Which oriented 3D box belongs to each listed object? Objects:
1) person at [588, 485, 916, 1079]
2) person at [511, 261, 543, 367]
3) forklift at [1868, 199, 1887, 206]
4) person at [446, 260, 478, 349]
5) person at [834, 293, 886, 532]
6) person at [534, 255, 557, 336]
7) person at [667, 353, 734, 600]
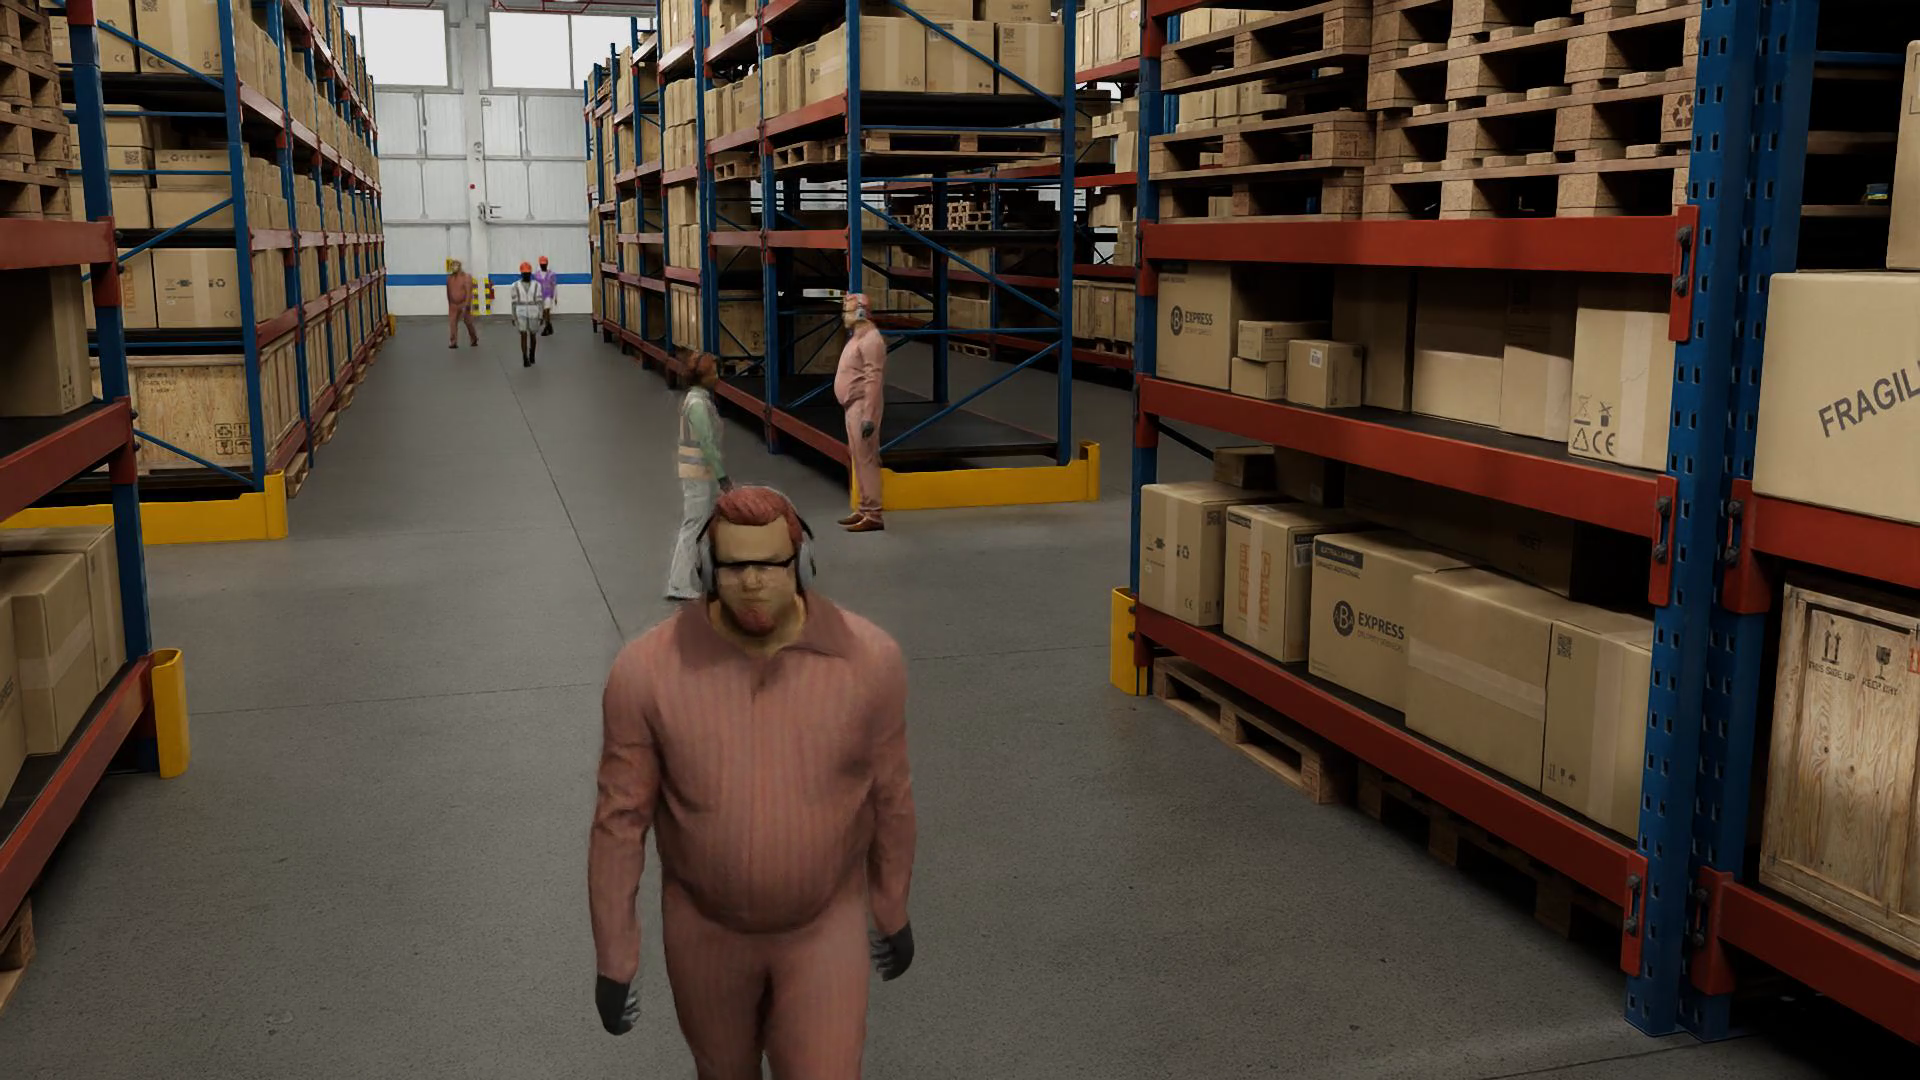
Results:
[{"bbox_3d":[-0.421,0.810,3.450,0.680,1.850,1.018,-1,10,-6],"label":"person"},{"bbox_3d":[-7.907,-4.130,30.391,0.551,1.915,0.807,-3,11,-18],"label":"person"},{"bbox_3d":[11.338,-2.915,21.052,1.129,2.768,1.873,-3,11,-17],"label":"forklift"},{"bbox_3d":[-10.614,-5.020,35.375,0.634,1.874,0.949,2,10,9],"label":"person"},{"bbox_3d":[-0.808,-1.021,13.343,0.403,1.904,0.652,-3,11,-14],"label":"person"},{"bbox_3d":[-9.870,-5.825,39.656,0.550,1.913,0.866,1,10,5],"label":"person"},{"bbox_3d":[-1.542,-0.407,10.788,0.753,1.605,0.533,-1,10,-3],"label":"person"}]
